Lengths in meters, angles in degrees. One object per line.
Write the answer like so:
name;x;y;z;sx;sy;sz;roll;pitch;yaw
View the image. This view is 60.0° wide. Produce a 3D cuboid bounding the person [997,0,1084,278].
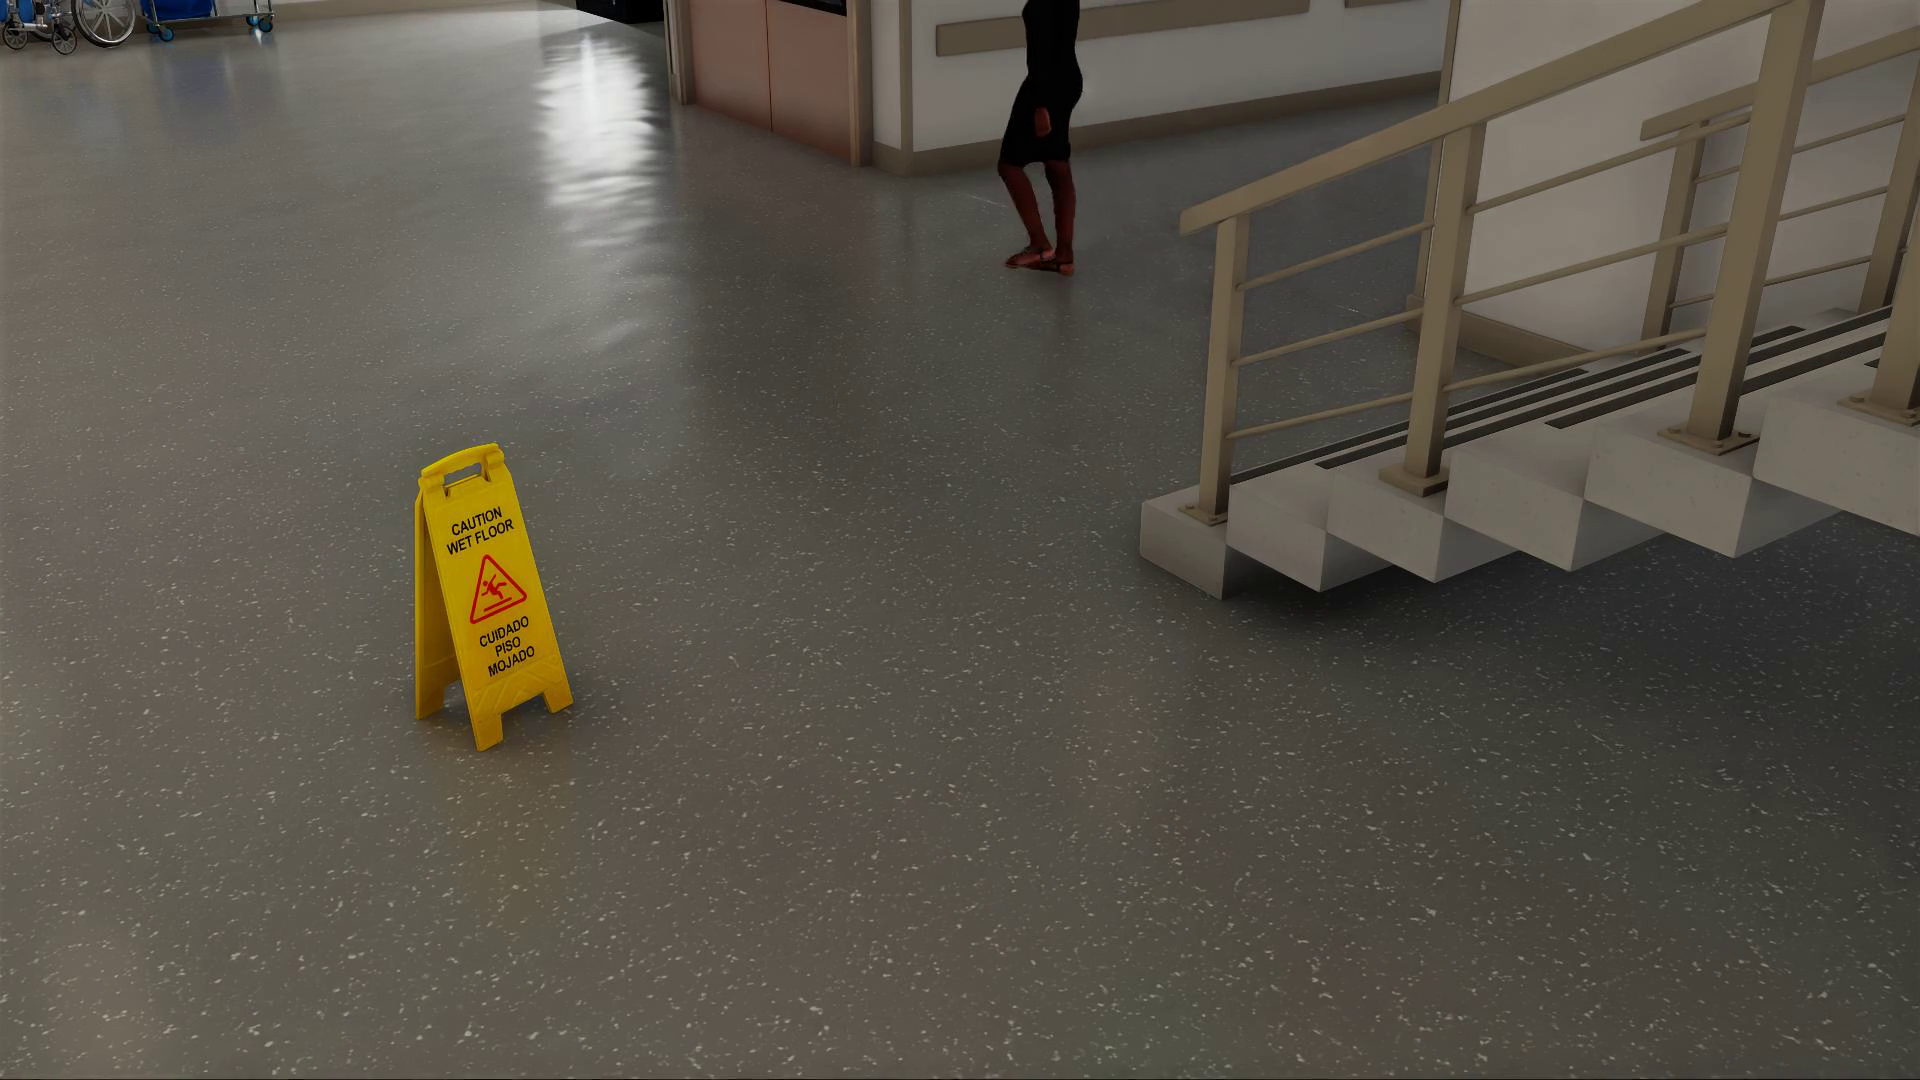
person;0.515;-2.116;8.096;0.791;1.713;0.753;9;27;17
